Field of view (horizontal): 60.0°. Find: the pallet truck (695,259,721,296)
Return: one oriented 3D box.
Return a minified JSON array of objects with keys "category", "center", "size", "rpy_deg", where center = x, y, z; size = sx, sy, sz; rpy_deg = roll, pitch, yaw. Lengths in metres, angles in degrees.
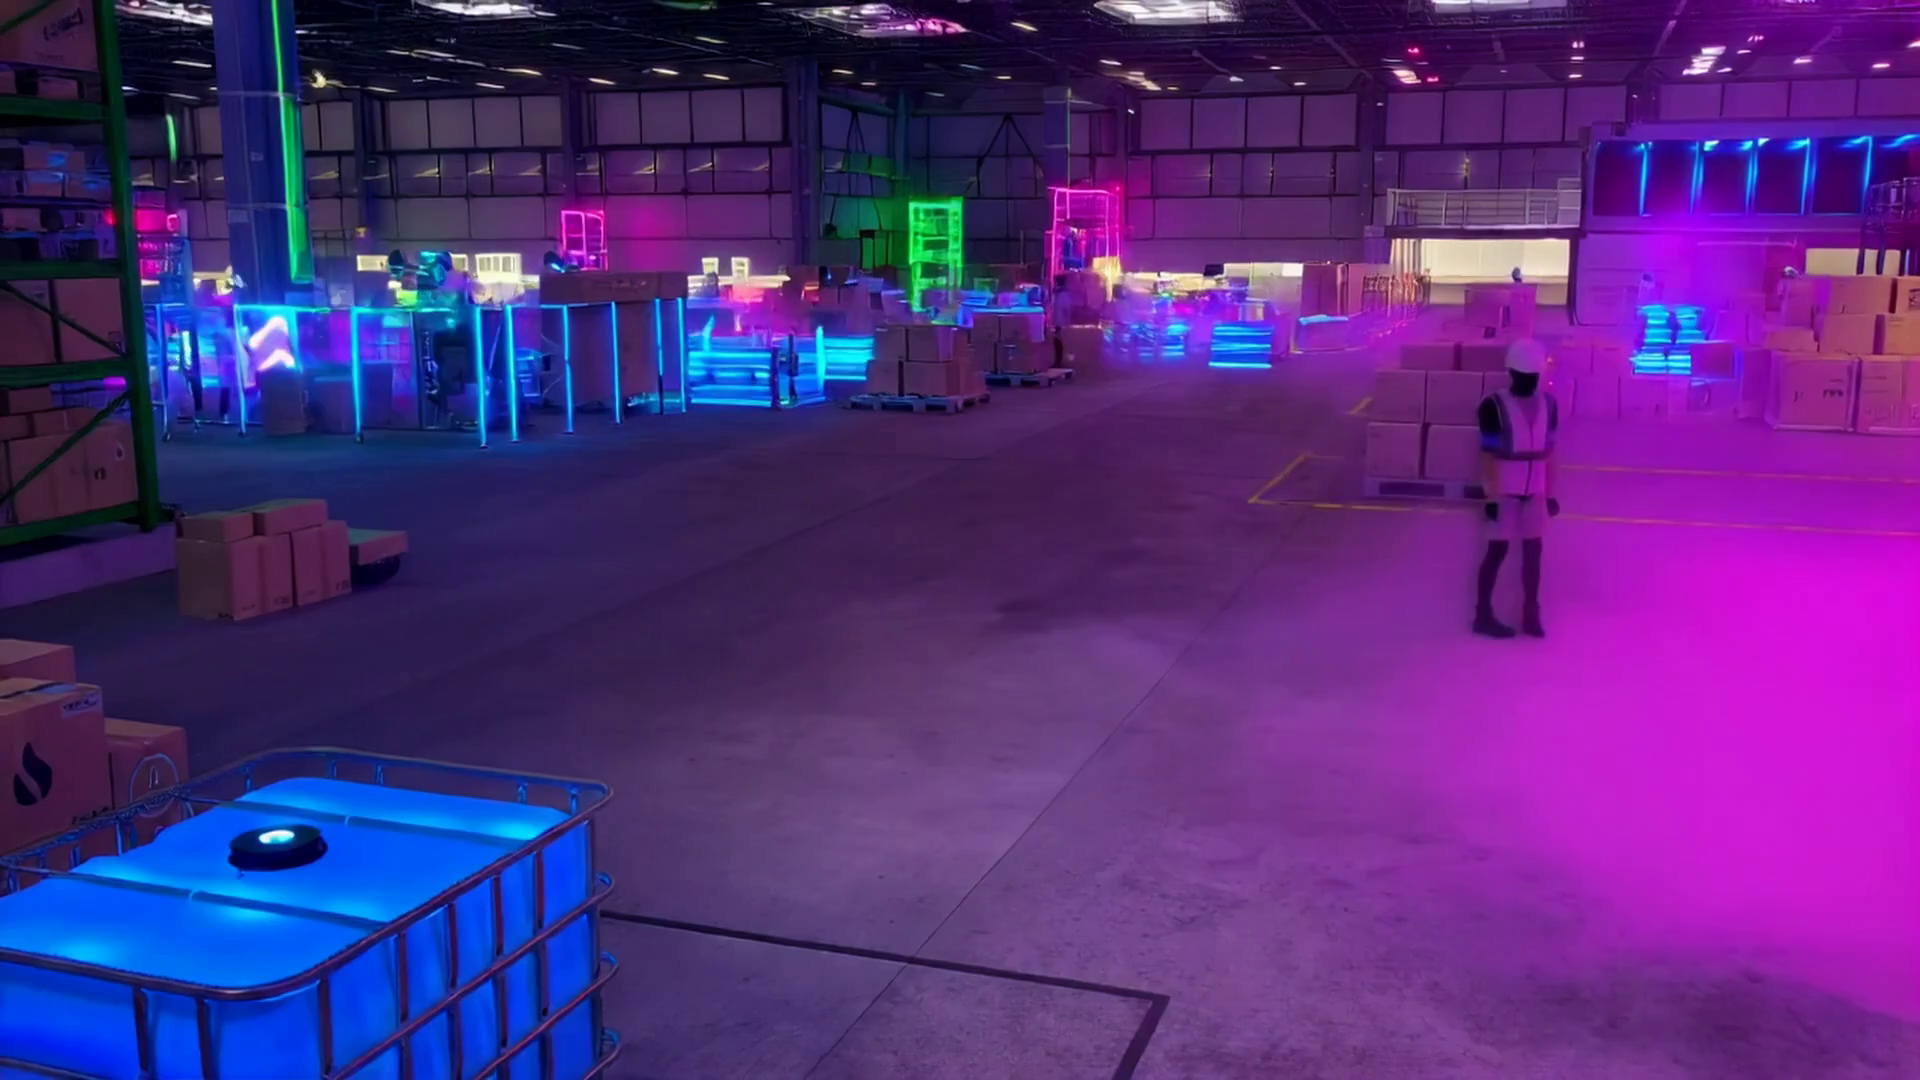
[{"category":"pallet truck","center":[-9.165,-9.627,62.776],"size":[0.823,1.965,1.885],"rpy_deg":[4,11,23]}]

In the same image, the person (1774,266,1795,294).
[{"category":"person","center":[18.402,-5.082,37.061],"size":[0.609,2.040,0.394],"rpy_deg":[1,10,7]}]

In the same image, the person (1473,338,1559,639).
[{"category":"person","center":[3.567,-0.326,10.593],"size":[0.573,1.929,0.395],"rpy_deg":[-3,10,-14]}]

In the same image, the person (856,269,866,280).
[{"category":"person","center":[-2.842,-6.791,47.309],"size":[0.537,1.817,0.820],"rpy_deg":[-2,10,-9]}]

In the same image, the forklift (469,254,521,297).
[{"category":"forklift","center":[-17.990,-10.121,64.684],"size":[1.157,1.987,2.680],"rpy_deg":[3,11,17]}]

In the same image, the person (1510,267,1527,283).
[{"category":"person","center":[12.214,-4.995,36.569],"size":[0.701,2.000,0.551],"rpy_deg":[6,12,32]}]

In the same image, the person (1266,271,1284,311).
[{"category":"person","center":[9.374,-7.138,49.547],"size":[0.527,1.721,0.938],"rpy_deg":[0,10,1]}]

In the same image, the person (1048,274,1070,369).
[{"category":"person","center":[1.992,-4.410,33.636],"size":[0.429,1.914,0.564],"rpy_deg":[-2,10,-12]}]

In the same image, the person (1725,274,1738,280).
[{"category":"person","center":[27.467,-8.976,59.350],"size":[0.676,1.893,0.414],"rpy_deg":[-7,12,-36]}]

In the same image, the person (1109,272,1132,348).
[{"category":"person","center":[3.873,-5.511,39.969],"size":[0.590,1.864,0.652],"rpy_deg":[4,11,21]}]

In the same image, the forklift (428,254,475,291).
[{"category":"forklift","center":[-20.133,-10.254,65.465],"size":[1.157,1.987,2.680],"rpy_deg":[3,11,19]}]

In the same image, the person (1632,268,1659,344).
[{"category":"person","center":[17.323,-5.903,41.989],"size":[0.355,1.930,0.587],"rpy_deg":[-7,12,-35]}]

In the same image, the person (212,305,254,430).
[{"category":"person","center":[-9.867,-2.344,22.605],"size":[0.321,1.697,0.529],"rpy_deg":[9,13,40]}]

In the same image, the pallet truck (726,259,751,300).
[{"category":"pallet truck","center":[-7.986,-9.493,62.019],"size":[0.823,1.965,1.885],"rpy_deg":[3,11,17]}]
